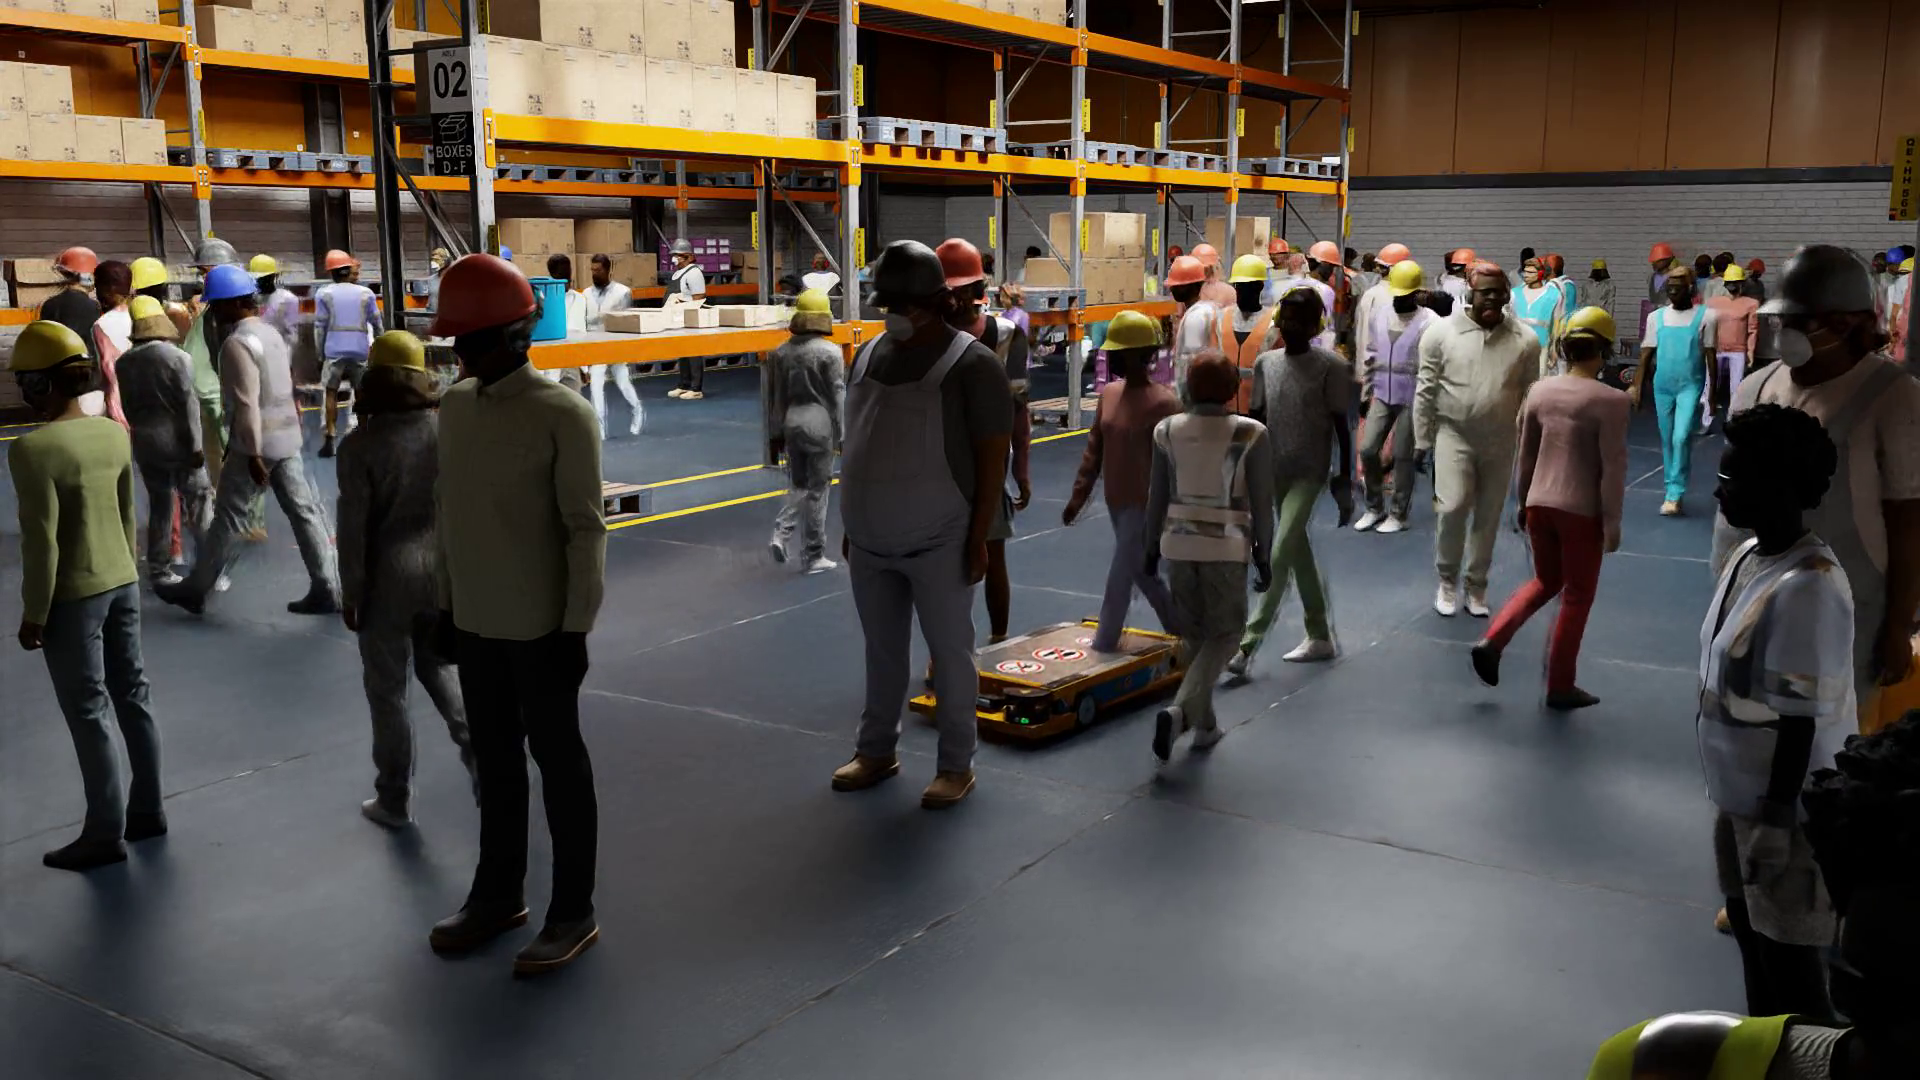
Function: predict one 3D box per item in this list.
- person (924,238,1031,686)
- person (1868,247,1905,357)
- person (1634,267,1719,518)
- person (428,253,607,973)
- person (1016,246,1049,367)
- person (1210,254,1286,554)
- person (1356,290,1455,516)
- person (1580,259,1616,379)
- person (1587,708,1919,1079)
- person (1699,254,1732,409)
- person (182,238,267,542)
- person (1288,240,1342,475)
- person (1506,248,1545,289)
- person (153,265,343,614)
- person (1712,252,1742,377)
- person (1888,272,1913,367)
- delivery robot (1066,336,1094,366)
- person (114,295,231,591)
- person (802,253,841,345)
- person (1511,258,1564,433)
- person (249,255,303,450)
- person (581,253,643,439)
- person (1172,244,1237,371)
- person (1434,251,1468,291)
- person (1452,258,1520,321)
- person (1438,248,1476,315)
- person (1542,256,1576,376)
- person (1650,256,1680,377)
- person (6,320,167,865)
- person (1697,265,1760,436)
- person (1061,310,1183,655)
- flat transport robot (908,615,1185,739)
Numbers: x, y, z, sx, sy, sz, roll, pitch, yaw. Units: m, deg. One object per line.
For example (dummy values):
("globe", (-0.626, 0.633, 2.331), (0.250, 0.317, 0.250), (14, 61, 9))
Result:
("person", (0.014, -0.331, 7.503), (0.619, 2.028, 0.409), (0, 10, 2))
("person", (11.604, -2.682, 20.817), (0.630, 1.936, 0.456), (1, 10, 8))
("person", (5.202, -1.071, 12.167), (0.766, 1.820, 0.524), (-10, 14, -44))
("person", (-1.255, 0.209, 4.628), (0.608, 1.985, 0.395), (7, 12, 32))
("person", (1.159, -3.711, 26.530), (0.716, 1.922, 0.650), (1, 10, 7))
("person", (1.852, -0.870, 10.763), (0.584, 1.928, 0.373), (7, 12, 32))
("person", (3.322, -0.989, 12.169), (0.727, 1.674, 0.535), (-3, 11, -14))
("person", (9.314, -3.232, 24.362), (0.483, 1.745, 0.301), (7, 12, 32))
("person", (0.712, 0.950, 1.333), (0.529, 1.692, 0.321), (7, 12, 32))
("person", (9.131, -2.518, 20.121), (0.443, 1.847, 0.581), (-4, 11, -20))
("person", (-4.953, -1.004, 11.194), (0.536, 2.000, 0.688), (-4, 11, -23))
("person", (3.059, -1.571, 14.398), (0.431, 2.019, 0.621), (-4, 11, -23))
("person", (8.222, -3.279, 24.222), (0.619, 1.904, 0.430), (6, 12, 31))
("person", (-3.848, -0.525, 8.953), (1.031, 1.882, 0.596), (1, 10, 4))
("person", (11.315, -3.344, 24.698), (0.507, 1.847, 0.344), (7, 12, 32))
("person", (9.923, -2.072, 17.110), (0.672, 2.000, 0.536), (7, 12, 32))
("delivery robot", (1.920, -2.868, 25.378), (0.477, 0.478, 0.707), (7, 12, 33))
("person", (-4.552, -0.534, 9.563), (0.546, 1.720, 0.342), (2, 10, 11))
("person", (-1.959, -3.151, 23.638), (0.564, 1.842, 0.392), (-3, 11, -16))
("person", (5.860, -1.956, 17.020), (0.565, 1.841, 0.396), (9, 13, 40))
("person", (-6.484, -1.710, 15.565), (0.604, 1.872, 0.966), (2, 10, 13))
("person", (-3.553, -1.972, 16.974), (0.591, 1.894, 0.846), (3, 11, 17))
("person", (2.207, -1.693, 15.164), (0.608, 1.985, 0.395), (7, 12, 32))
("person", (6.893, -3.112, 23.369), (0.567, 1.864, 0.514), (7, 12, 32))
("person", (4.803, -1.639, 15.238), (0.648, 1.857, 0.417), (1, 10, 5))
("person", (5.396, -2.174, 17.967), (0.372, 1.935, 0.550), (-5, 11, -25))
("person", (7.309, -2.592, 20.550), (0.428, 1.840, 0.631), (-2, 10, -12))
("person", (10.460, -3.280, 24.461), (0.471, 1.806, 0.633), (7, 12, 32))
("person", (-2.878, 0.175, 5.420), (0.329, 1.767, 0.528), (2, 10, 8))
("person", (7.902, -1.934, 17.106), (0.522, 1.769, 0.318), (7, 12, 32))
("person", (0.773, -0.159, 7.401), (0.905, 1.718, 0.542), (-5, 12, -27))
("flat transport robot", (0.476, 0.577, 7.336), (0.652, 0.197, 1.431), (8, 13, 37))
